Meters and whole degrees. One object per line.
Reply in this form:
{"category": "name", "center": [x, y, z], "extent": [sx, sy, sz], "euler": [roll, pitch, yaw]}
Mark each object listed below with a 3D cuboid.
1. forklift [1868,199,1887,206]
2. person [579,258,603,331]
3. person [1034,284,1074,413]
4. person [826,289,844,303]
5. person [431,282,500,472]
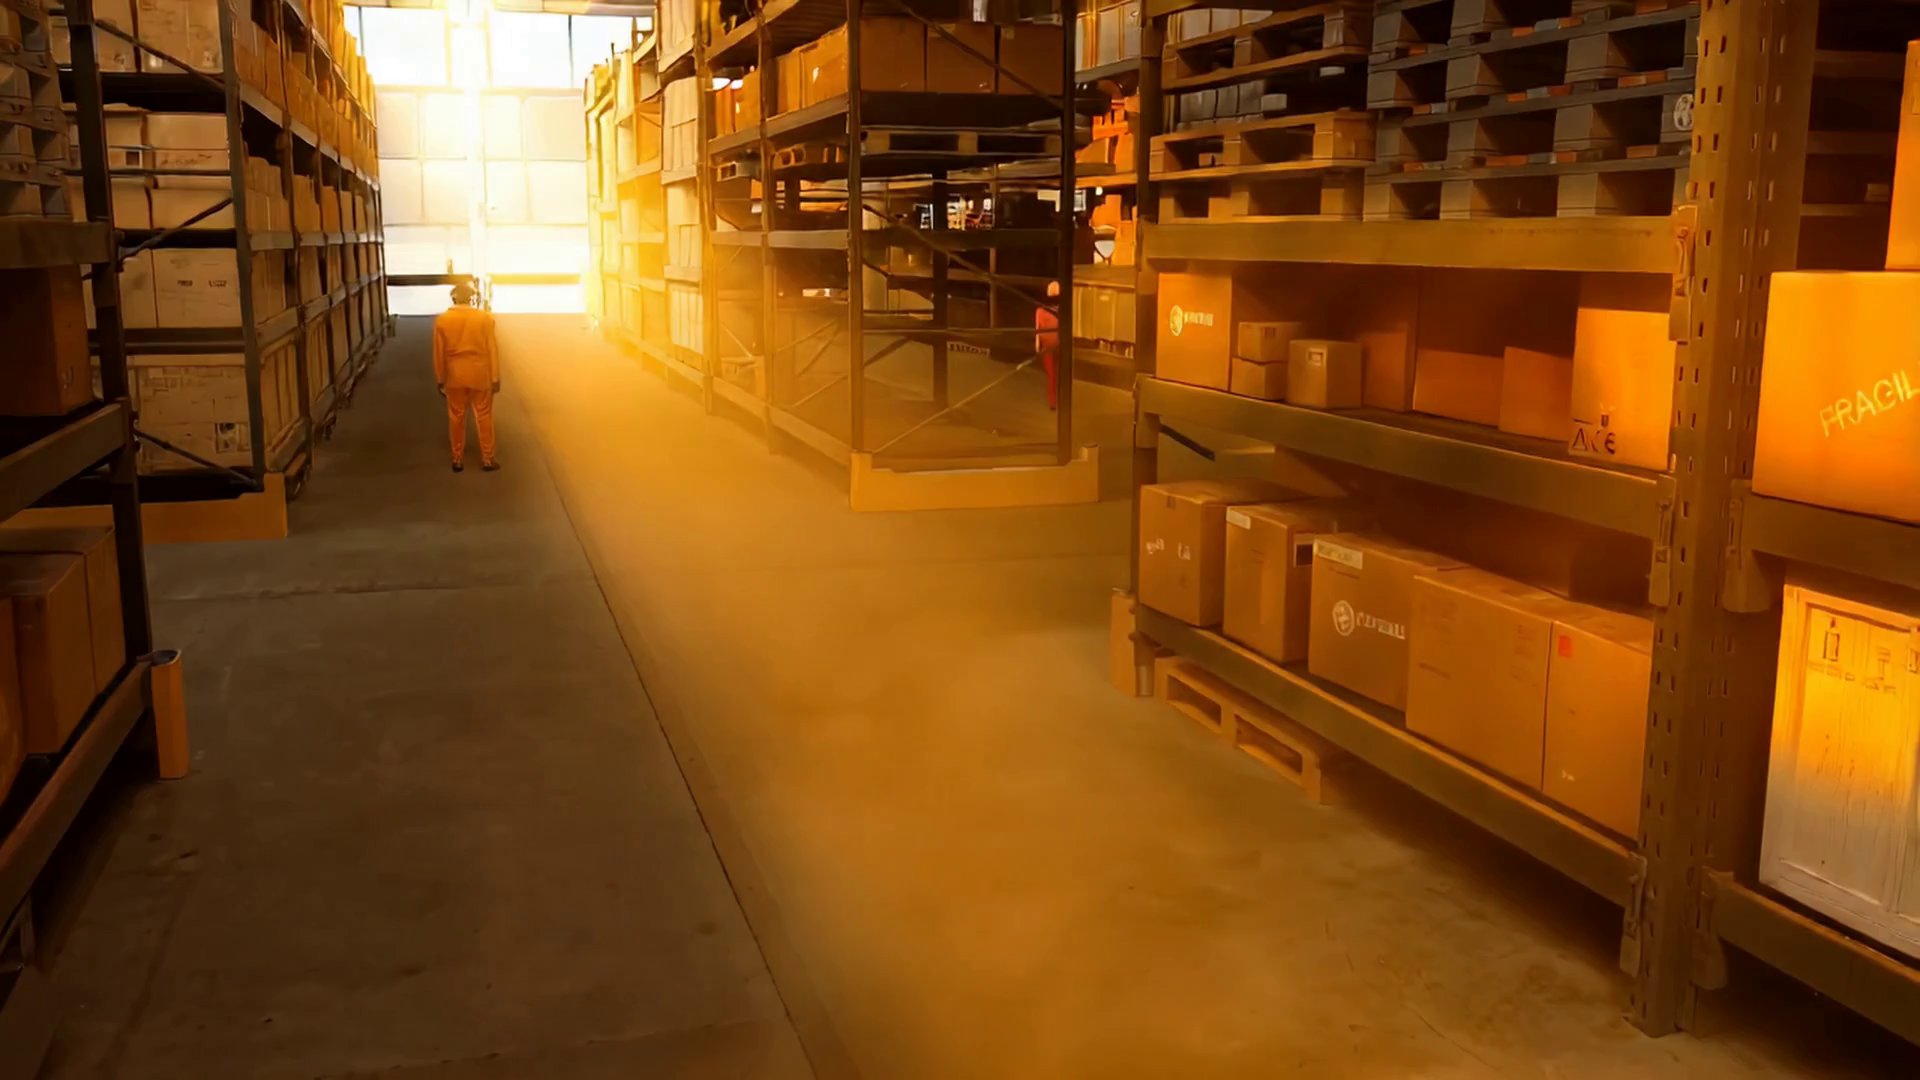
{"category": "forklift", "center": [11.338, -2.915, 21.052], "extent": [1.129, 2.768, 1.873], "euler": [-3, 11, -17]}
{"category": "person", "center": [-9.248, -6.146, 41.690], "extent": [0.639, 1.819, 0.595], "euler": [-1, 10, -3]}
{"category": "person", "center": [1.272, -2.619, 22.595], "extent": [0.532, 1.724, 0.884], "euler": [-1, 10, -8]}
{"category": "person", "center": [-3.319, -6.508, 43.472], "extent": [0.648, 1.876, 0.784], "euler": [6, 12, 28]}
{"category": "person", "center": [-4.926, -1.626, 16.662], "extent": [0.641, 1.905, 0.410], "euler": [-2, 11, -12]}
